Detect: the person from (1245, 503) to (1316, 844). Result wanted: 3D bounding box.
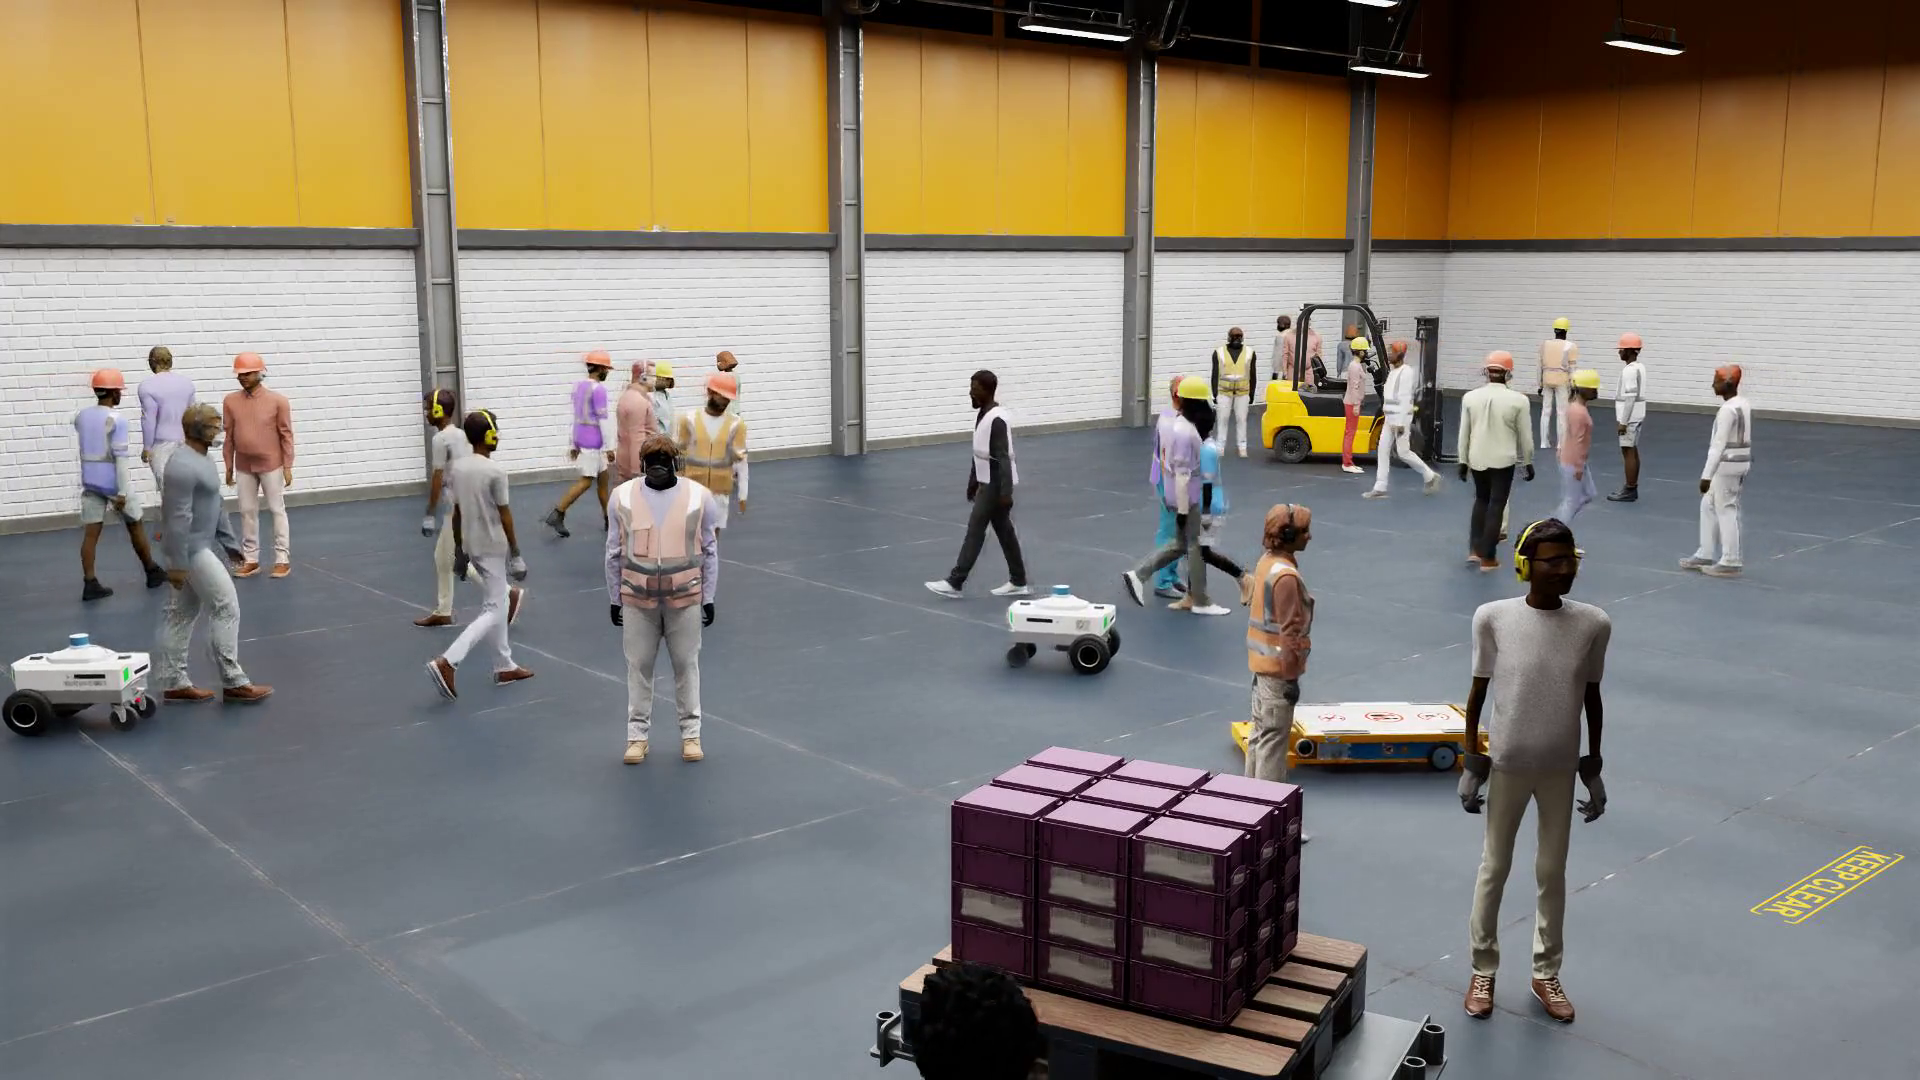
[{"bbox_3d":[1.543,0.634,8.053,0.310,1.636,0.522,0,10,-1],"label":"person"}]

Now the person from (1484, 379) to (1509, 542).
[{"bbox_3d":[5.277,-0.796,16.437,0.280,1.631,0.504,0,10,-3],"label":"person"}]

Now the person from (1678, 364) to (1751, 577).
[{"bbox_3d":[6.611,-0.612,14.642,0.649,1.871,0.613,7,12,34],"label":"person"}]

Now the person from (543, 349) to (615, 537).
[{"bbox_3d":[-3.811,-0.980,16.813,0.927,1.890,0.566,-6,11,-32],"label":"person"}]

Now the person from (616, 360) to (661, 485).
[{"bbox_3d":[-2.826,-0.688,15.072,0.683,1.879,0.643,-4,11,-23],"label":"person"}]

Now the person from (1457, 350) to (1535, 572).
[{"bbox_3d":[4.835,-0.712,14.924,0.636,1.974,0.593,8,13,40],"label":"person"}]

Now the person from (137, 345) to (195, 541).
[{"bbox_3d":[-7.833,-0.955,16.473,0.355,1.937,0.634,4,11,23],"label":"person"}]

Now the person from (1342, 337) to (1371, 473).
[{"bbox_3d":[5.164,-1.760,21.690,0.327,1.769,0.525,2,10,13],"label":"person"}]

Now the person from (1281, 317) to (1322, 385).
[{"bbox_3d":[5.503,-2.699,26.803,0.639,1.902,0.407,1,10,8],"label":"person"}]

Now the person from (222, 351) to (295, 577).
[{"bbox_3d":[-6.151,-0.656,14.560,0.622,1.992,0.396,1,10,3],"label":"person"}]

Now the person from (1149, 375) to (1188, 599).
[{"bbox_3d":[1.770,-0.448,13.784,0.373,1.841,0.570,4,11,23],"label":"person"}]

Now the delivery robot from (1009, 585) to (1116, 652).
[{"bbox_3d":[0.698,0.553,11.419,0.707,0.478,0.477,2,10,14],"label":"delivery robot"}]

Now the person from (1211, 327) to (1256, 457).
[{"bbox_3d":[3.824,-2.063,23.285,0.631,1.836,0.430,1,10,5],"label":"person"}]

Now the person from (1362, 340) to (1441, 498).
[{"bbox_3d":[5.145,-1.389,19.273,0.842,1.861,0.577,-2,10,-9],"label":"person"}]

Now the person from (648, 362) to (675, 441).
[{"bbox_3d":[-3.045,-0.953,17.041,0.325,1.740,0.492,3,10,15],"label":"person"}]

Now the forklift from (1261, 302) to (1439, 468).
[{"bbox_3d":[5.320,-2.157,22.763,2.313,2.155,1.214,3,10,16],"label":"forklift"}]

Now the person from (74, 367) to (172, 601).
[{"bbox_3d":[-7.022,-0.484,13.861,0.557,1.890,0.958,2,10,14],"label":"person"}]

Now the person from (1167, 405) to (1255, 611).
[{"bbox_3d":[1.996,-0.244,13.090,0.636,1.678,0.531,0,10,3],"label":"person"}]

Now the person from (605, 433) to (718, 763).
[{"bbox_3d":[-1.655,0.326,9.262,0.625,1.844,0.429,-1,10,-7],"label":"person"}]

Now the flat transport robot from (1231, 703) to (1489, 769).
[{"bbox_3d":[2.305,1.091,9.365,1.431,0.197,0.652,0,10,-3],"label":"flat transport robot"}]

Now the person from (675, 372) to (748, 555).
[{"bbox_3d":[-2.006,-0.415,13.431,0.592,1.894,0.502,-2,10,-12],"label":"person"}]

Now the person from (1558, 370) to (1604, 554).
[{"bbox_3d":[5.853,-0.735,15.731,0.387,1.751,0.550,3,10,19],"label":"person"}]

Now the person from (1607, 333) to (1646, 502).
[{"bbox_3d":[7.668,-1.407,19.121,0.379,1.937,0.548,7,12,34],"label":"person"}]

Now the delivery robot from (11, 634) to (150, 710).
[{"bbox_3d":[-5.246,0.805,9.943,0.707,0.478,0.477,0,10,-2],"label":"delivery robot"}]

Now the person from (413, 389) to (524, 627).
[{"bbox_3d":[-3.739,-0.223,12.515,0.800,1.834,0.517,0,10,-1],"label":"person"}]

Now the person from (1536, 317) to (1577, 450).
[{"bbox_3d":[8.684,-2.270,24.205,0.589,1.928,0.386,9,13,44],"label":"person"}]

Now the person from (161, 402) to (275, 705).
[{"bbox_3d":[-4.674,0.090,10.428,0.807,1.905,0.644,-3,10,-18],"label":"person"}]

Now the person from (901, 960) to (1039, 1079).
[{"bbox_3d":[0.037,1.526,2.716,0.540,1.683,0.426,-5,11,-27],"label":"person"}]

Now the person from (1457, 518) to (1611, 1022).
[{"bbox_3d":[2.115,0.844,6.129,0.532,1.876,0.319,1,10,7],"label":"person"}]

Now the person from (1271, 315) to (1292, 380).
[{"bbox_3d":[5.488,-2.906,28.237,0.429,1.842,0.638,6,11,32],"label":"person"}]

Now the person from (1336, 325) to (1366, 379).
[{"bbox_3d":[6.713,-2.867,28.555,0.500,1.636,0.281,3,10,16],"label":"person"}]

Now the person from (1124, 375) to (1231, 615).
[{"bbox_3d":[1.720,-0.350,13.046,0.766,1.903,0.603,1,10,4],"label":"person"}]

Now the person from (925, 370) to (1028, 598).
[{"bbox_3d":[0.134,-0.453,13.685,0.951,1.877,0.627,-2,10,-9],"label":"person"}]

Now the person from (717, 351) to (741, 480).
[{"bbox_3d":[-2.911,-1.563,20.932,0.289,1.633,0.497,3,10,17],"label":"person"}]

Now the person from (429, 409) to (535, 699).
[{"bbox_3d":[-3.088,0.084,10.688,0.520,1.843,0.805,8,13,40],"label":"person"}]
